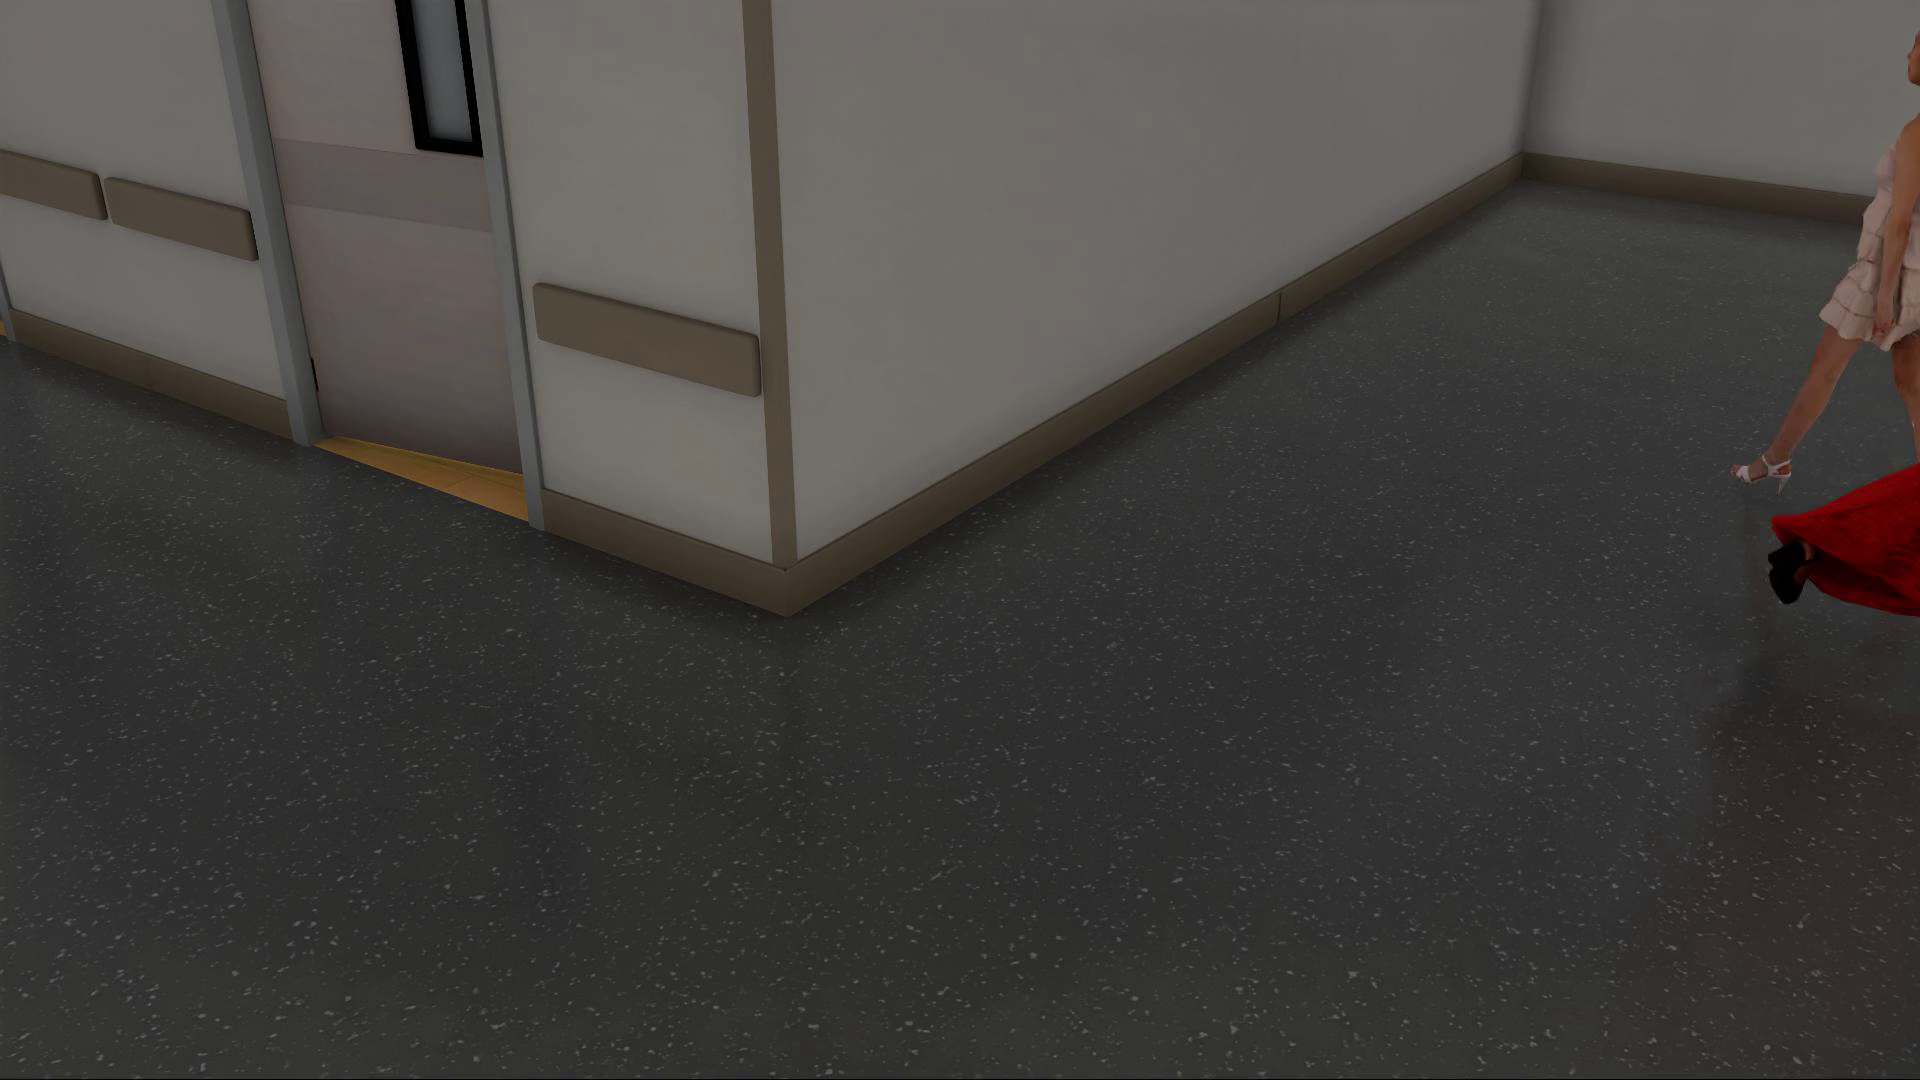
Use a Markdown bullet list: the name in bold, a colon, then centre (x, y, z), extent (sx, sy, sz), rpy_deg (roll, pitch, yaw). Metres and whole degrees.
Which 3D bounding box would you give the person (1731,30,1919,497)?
- **person**: centre (3.096, -0.780, 5.332), extent (1.003, 1.695, 0.904), rpy_deg (-14, 29, -27)
